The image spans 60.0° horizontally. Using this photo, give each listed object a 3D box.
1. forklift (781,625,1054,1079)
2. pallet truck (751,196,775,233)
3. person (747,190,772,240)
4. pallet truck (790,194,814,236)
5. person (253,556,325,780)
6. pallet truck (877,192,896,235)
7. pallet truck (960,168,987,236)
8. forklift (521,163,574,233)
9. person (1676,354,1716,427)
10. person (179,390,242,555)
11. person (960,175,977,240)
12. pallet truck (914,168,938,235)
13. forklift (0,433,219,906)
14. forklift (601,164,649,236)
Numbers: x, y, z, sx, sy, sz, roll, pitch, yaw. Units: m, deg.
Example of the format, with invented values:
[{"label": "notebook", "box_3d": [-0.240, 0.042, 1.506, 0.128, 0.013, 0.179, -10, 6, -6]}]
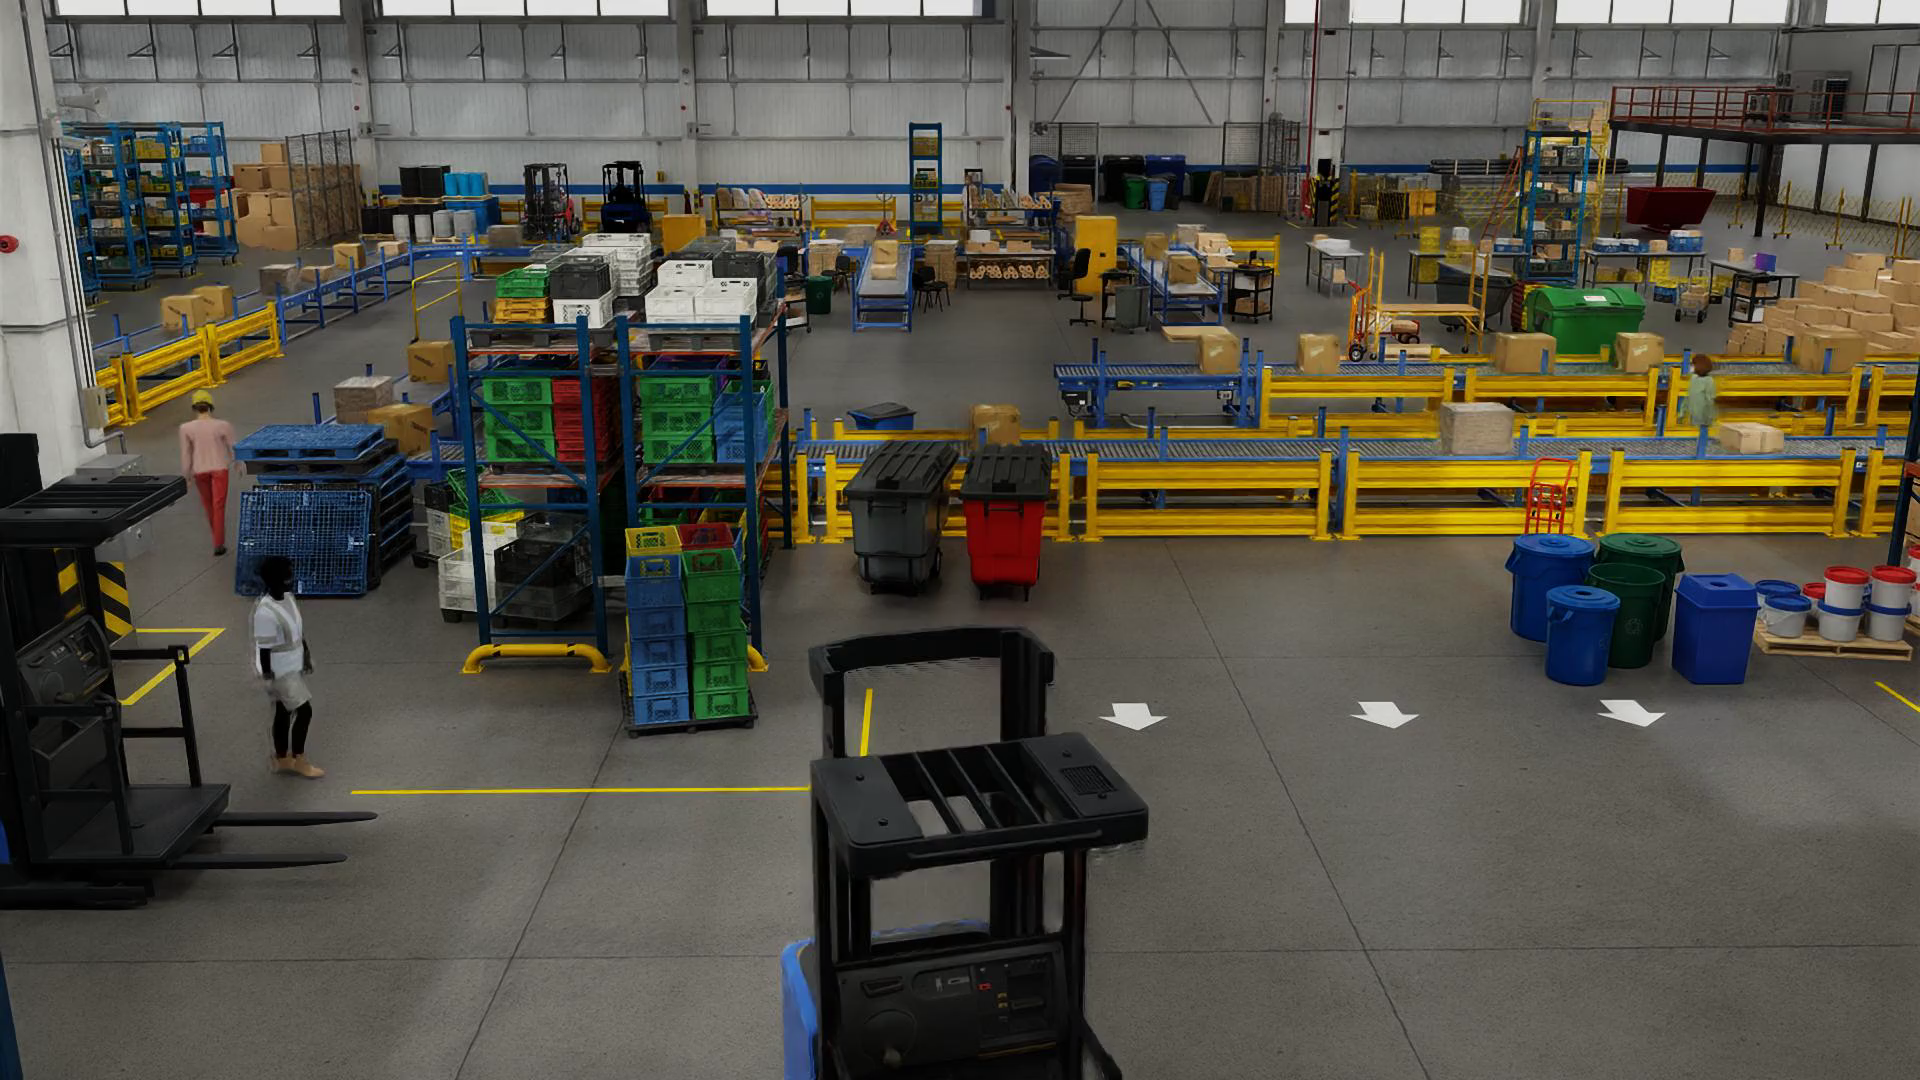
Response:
[{"label": "forklift", "box_3d": [-0.119, 1.755, 6.977, 1.129, 2.768, 1.873, -4, 17, -15]}, {"label": "pallet truck", "box_3d": [-6.051, -9.967, 50.660, 0.680, 1.201, 1.601, 0, 16, -1]}, {"label": "person", "box_3d": [-4.905, -7.540, 40.776, 0.609, 2.043, 0.376, -1, 16, -5]}, {"label": "pallet truck", "box_3d": [-4.814, -9.883, 50.259, 0.704, 1.261, 1.522, -1, 16, -3]}, {"label": "person", "box_3d": [-4.796, 0.922, 11.991, 0.526, 1.676, 0.557, -1, 16, -4]}, {"label": "pallet truck", "box_3d": [-2.277, -9.986, 50.594, 0.653, 1.274, 1.630, 0, 16, -1]}, {"label": "pallet truck", "box_3d": [0.383, -10.230, 50.206, 0.823, 1.965, 1.885, -1, 16, -3]}, {"label": "forklift", "box_3d": [-12.233, -10.122, 49.298, 1.157, 1.987, 2.680, 0, 16, -1]}, {"label": "person", "box_3d": [9.037, -1.500, 20.580, 0.800, 1.595, 0.522, 0, 16, -2]}, {"label": "person", "box_3d": [-7.970, -0.745, 17.744, 0.543, 1.714, 0.923, -3, 16, -11]}, {"label": "person", "box_3d": [0.246, -9.617, 48.236, 0.407, 1.910, 0.639, -11, 19, -33]}, {"label": "pallet truck", "box_3d": [-0.989, -10.316, 50.507, 0.823, 1.965, 1.885, 1, 16, 3]}, {"label": "forklift", "box_3d": [-5.952, 0.780, 10.366, 1.873, 2.768, 1.129, 0, 16, -1]}, {"label": "forklift", "box_3d": [-9.948, -10.127, 49.296, 1.157, 1.987, 2.680, -1, 16, -3]}]
